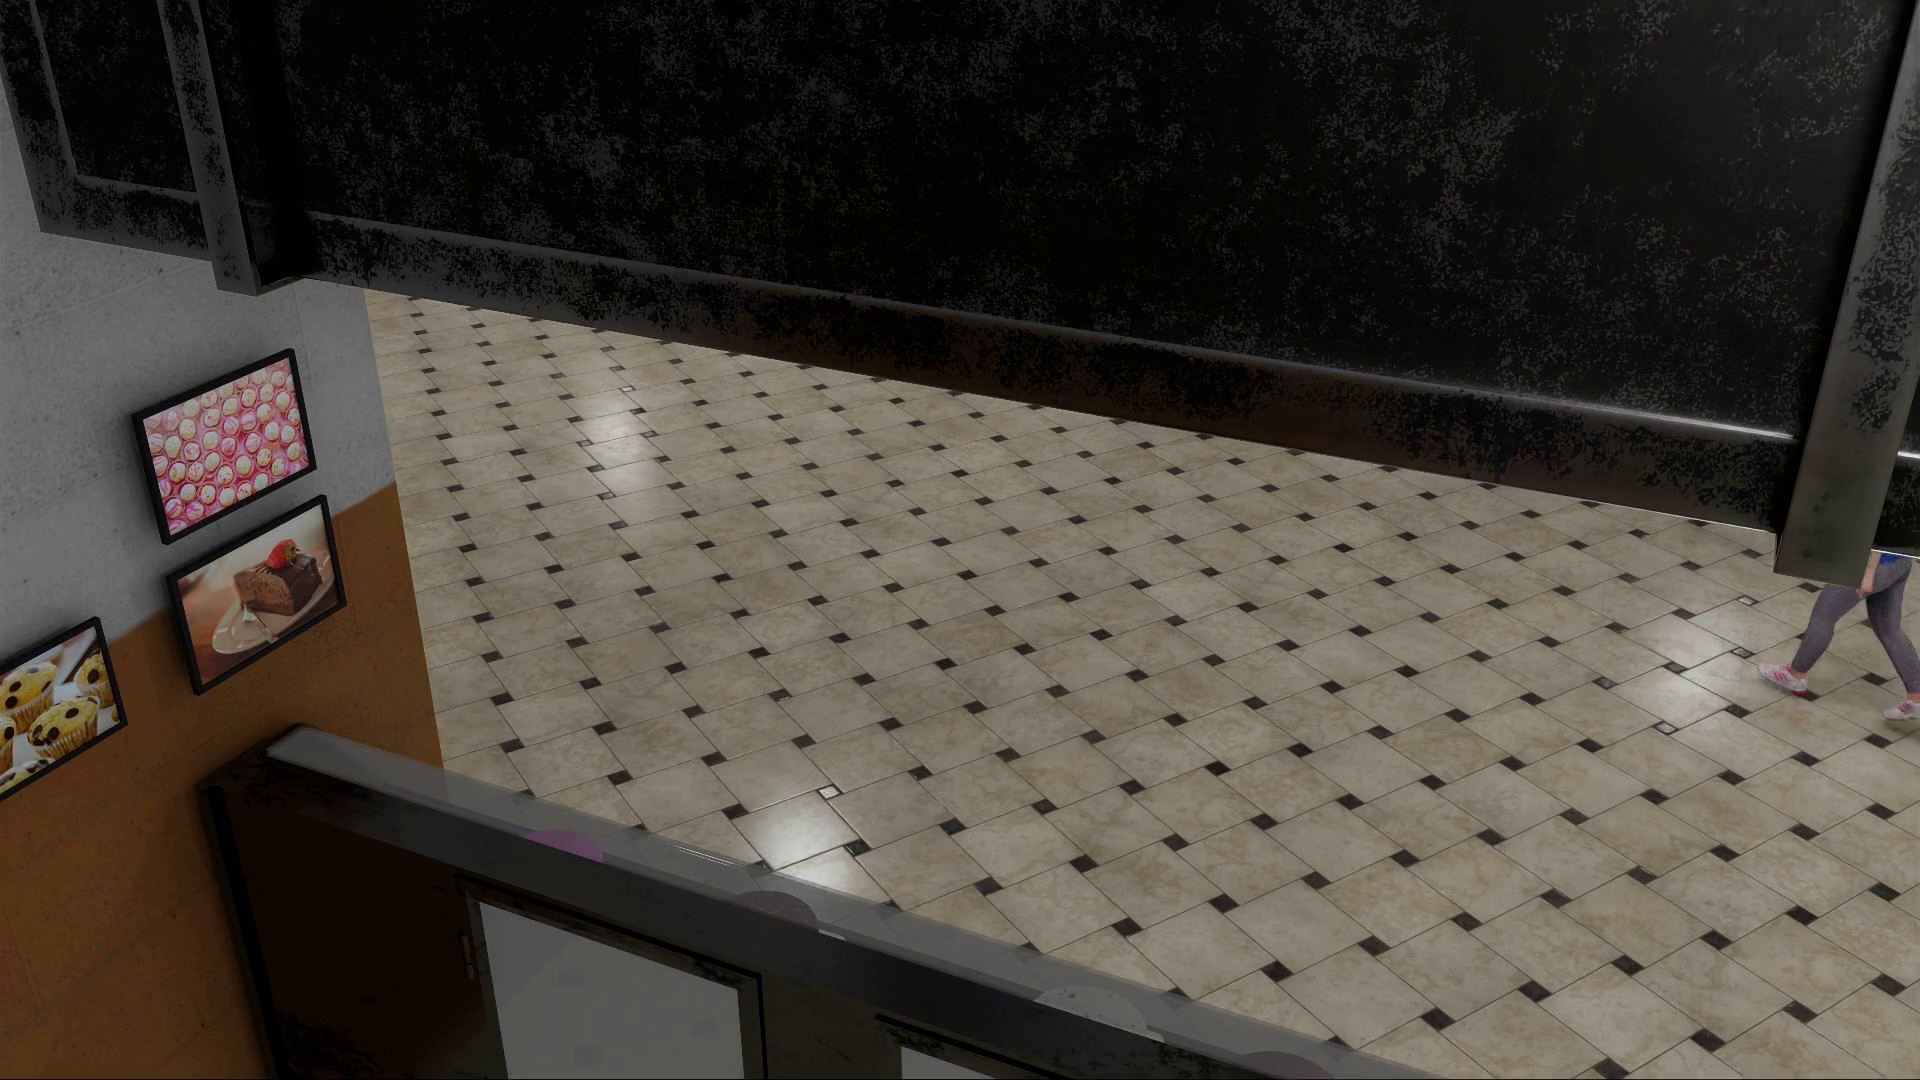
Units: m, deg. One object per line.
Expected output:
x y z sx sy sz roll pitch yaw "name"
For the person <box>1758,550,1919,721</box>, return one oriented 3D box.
4.409 0.157 7.866 1.076 1.577 0.957 -19 32 -33 "person"
